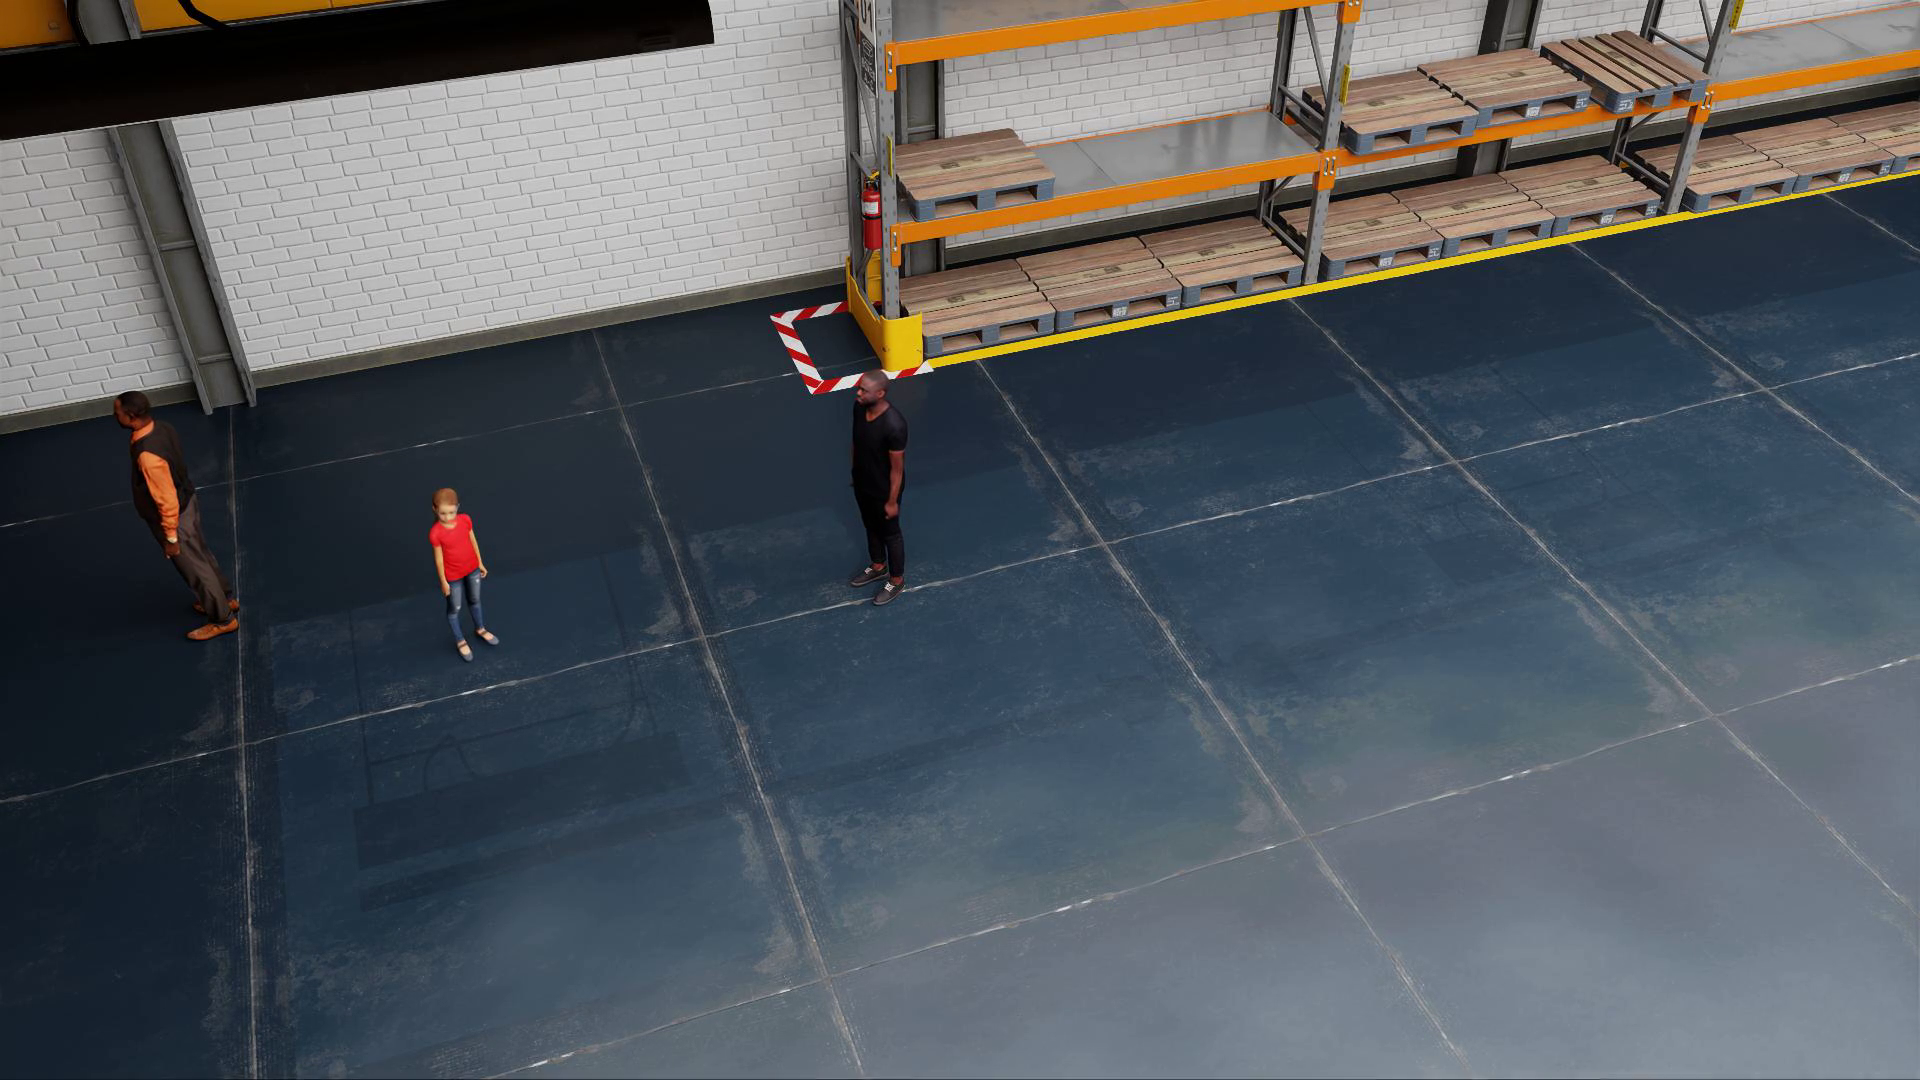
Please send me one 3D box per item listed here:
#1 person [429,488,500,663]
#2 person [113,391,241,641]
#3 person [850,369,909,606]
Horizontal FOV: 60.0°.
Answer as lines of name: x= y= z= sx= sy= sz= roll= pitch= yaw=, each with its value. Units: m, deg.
person: x=-3.304 y=0.192 z=10.954 sx=0.610 sy=1.309 sz=0.522 roll=31 pitch=48 yaw=33
person: x=-5.145 y=-0.168 z=10.924 sx=0.624 sy=1.908 sz=0.716 roll=-9 pitch=40 yaw=-12
person: x=-0.544 y=-0.381 z=11.261 sx=0.681 sy=1.820 sz=0.731 roll=-27 pitch=46 yaw=-29
